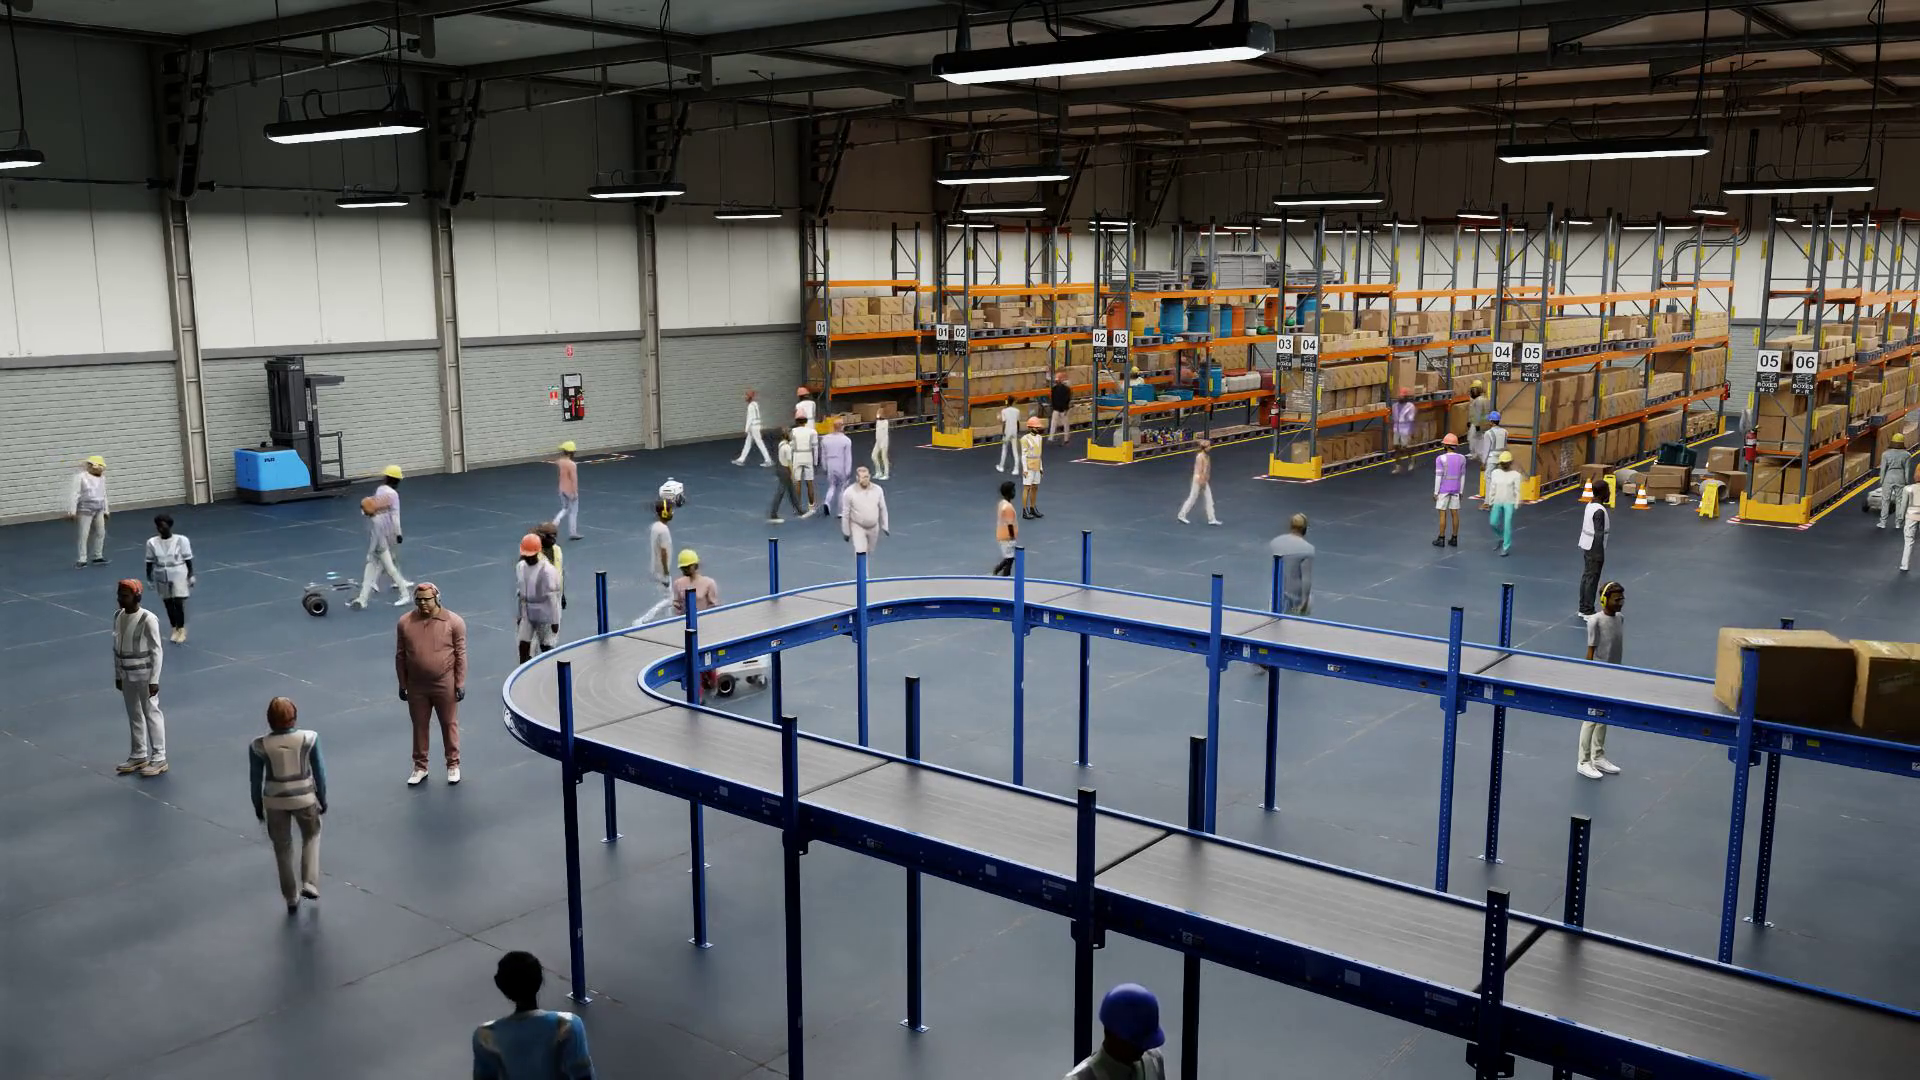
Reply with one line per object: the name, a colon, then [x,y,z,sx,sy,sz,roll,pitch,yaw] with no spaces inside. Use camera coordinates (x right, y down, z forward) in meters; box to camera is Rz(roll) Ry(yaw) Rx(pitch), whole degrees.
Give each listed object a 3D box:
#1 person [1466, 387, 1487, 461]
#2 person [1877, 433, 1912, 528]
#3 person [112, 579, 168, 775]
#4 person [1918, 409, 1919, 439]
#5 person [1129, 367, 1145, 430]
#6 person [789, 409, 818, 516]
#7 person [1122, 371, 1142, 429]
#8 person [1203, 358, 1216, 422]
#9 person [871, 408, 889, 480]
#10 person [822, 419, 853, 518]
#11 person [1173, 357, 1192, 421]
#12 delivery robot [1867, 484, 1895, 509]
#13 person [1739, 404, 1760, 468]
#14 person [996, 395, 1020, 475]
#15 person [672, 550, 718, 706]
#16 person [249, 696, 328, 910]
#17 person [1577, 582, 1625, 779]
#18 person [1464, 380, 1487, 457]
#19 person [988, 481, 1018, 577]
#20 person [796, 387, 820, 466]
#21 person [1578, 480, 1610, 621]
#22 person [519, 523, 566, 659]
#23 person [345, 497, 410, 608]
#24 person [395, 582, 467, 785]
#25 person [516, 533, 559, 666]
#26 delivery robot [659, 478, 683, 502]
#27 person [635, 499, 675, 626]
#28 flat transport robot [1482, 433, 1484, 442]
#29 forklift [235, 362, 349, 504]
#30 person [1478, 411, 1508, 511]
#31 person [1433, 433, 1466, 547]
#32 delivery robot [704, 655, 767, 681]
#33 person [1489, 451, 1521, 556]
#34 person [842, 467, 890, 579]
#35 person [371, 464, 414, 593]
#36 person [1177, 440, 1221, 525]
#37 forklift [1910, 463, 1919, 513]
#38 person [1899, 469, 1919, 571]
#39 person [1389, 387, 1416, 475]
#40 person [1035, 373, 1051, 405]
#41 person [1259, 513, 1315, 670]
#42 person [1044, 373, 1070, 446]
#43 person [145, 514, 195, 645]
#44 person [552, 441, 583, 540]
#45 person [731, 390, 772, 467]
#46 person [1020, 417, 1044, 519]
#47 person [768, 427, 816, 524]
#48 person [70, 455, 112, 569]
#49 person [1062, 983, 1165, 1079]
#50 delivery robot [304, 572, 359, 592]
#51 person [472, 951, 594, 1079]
person: [12.650,-2.845,38.397,0.516,1.812,0.641,4,11,23]
person: [17.115,-1.085,28.668,0.487,1.744,0.294,3,11,18]
person: [-7.827,1.294,14.877,0.580,1.883,0.350,5,11,24]
person: [22.615,-2.518,36.348,0.628,1.882,1.039,7,12,35]
person: [5.075,-4.132,45.563,0.590,1.833,0.404,8,13,39]
person: [-3.045,-1.502,30.176,0.615,2.038,0.395,-3,10,-14]
person: [4.722,-3.719,43.079,0.632,1.899,0.986,5,11,27]
person: [7.649,-4.598,47.873,0.638,1.940,0.429,4,11,21]
person: [-1.785,-2.144,34.976,0.494,1.617,0.506,-7,12,-34]
person: [-2.329,-1.352,29.728,0.654,1.899,0.524,5,11,25]
person: [6.846,-4.648,48.104,0.616,1.964,0.482,8,13,38]
delivery robot: [18.032,-0.852,30.555,0.707,0.478,0.477,-8,13,-40]
person: [18.822,-2.614,37.091,0.628,1.807,0.589,5,11,25]
person: [1.158,-2.429,36.031,0.534,1.811,1.004,-5,11,-25]
person: [-2.896,0.963,17.117,0.540,1.740,0.386,3,10,16]
person: [-5.038,1.972,11.762,0.536,1.625,0.370,-3,11,-19]
person: [6.119,1.309,14.835,0.534,1.869,0.311,-7,12,-35]
person: [12.885,-3.031,39.100,0.594,1.925,0.370,-8,13,-38]
person: [0.670,-0.030,22.900,0.419,1.684,0.539,-1,10,-5]
person: [-3.639,-2.707,37.365,0.557,1.901,0.901,-6,12,-31]
person: [8.644,0.133,21.308,0.391,1.922,0.593,2,10,9]
person: [-4.923,0.714,18.387,0.430,1.816,0.778,6,12,29]
person: [-8.205,0.175,22.026,0.892,1.577,0.514,-8,13,-37]
person: [-4.933,1.332,14.601,0.642,1.909,0.408,-1,10,-6]
person: [-4.696,0.815,17.590,0.598,1.890,0.855,6,12,29]
delivery robot: [-5.807,-1.008,31.430,0.477,0.478,0.707,0,10,1]
person: [-3.857,0.390,20.081,0.566,1.853,0.515,-4,11,-21]
flat transport robot: [14.678,-2.801,42.584,1.431,0.197,0.652,-4,11,-23]
forklift: [-13.803,-2.244,32.110,1.129,2.768,1.873,8,13,37]
person: [10.485,-1.560,30.756,0.605,1.951,0.380,-6,12,-32]
person: [8.376,-0.861,26.851,0.552,1.937,0.359,-2,10,-12]
delivery robot: [-2.574,1.403,17.862,0.707,0.478,0.477,-7,12,-33]
person: [9.034,-0.612,25.978,0.528,1.753,0.378,9,13,41]
person: [-1.426,-0.182,23.267,0.650,1.863,0.986,-5,11,-26]
person: [-8.486,-0.177,23.132,0.741,1.894,0.610,-8,13,-38]
person: [4.424,-1.075,29.036,0.815,1.595,0.533,5,11,26]
forklift: [19.034,-1.348,28.998,2.313,2.155,1.214,8,13,37]
person: [15.070,-0.310,24.601,0.513,1.637,0.313,5,11,27]
person: [10.181,-2.515,35.937,0.568,2.025,0.613,-8,13,-38]
person: [2.446,-4.396,47.080,0.593,1.816,0.712,7,12,36]
person: [3.908,0.619,18.611,0.883,1.914,0.631,-8,13,-39]
person: [2.614,-3.439,41.381,0.613,1.928,1.051,6,12,31]
person: [-10.066,0.505,19.875,0.559,1.674,0.614,-1,10,-7]
person: [-6.886,-0.860,27.358,0.547,1.750,0.520,8,13,40]
person: [-4.945,-2.650,37.263,1.001,1.824,0.598,0,10,-1]
person: [1.398,-1.381,29.779,0.361,1.939,0.543,9,13,41]
person: [-3.157,-1.202,29.153,0.967,1.795,0.532,-3,11,-19]
person: [-13.915,-0.442,24.974,0.406,1.787,0.727,3,11,18]
person: [0.652,2.752,6.515,0.395,1.940,0.601,10,14,43]
delivery robot: [-8.769,0.570,21.817,0.698,0.223,0.335,-6,12,-30]
person: [-1.993,2.739,7.362,0.542,1.647,0.823,-3,11,-18]
